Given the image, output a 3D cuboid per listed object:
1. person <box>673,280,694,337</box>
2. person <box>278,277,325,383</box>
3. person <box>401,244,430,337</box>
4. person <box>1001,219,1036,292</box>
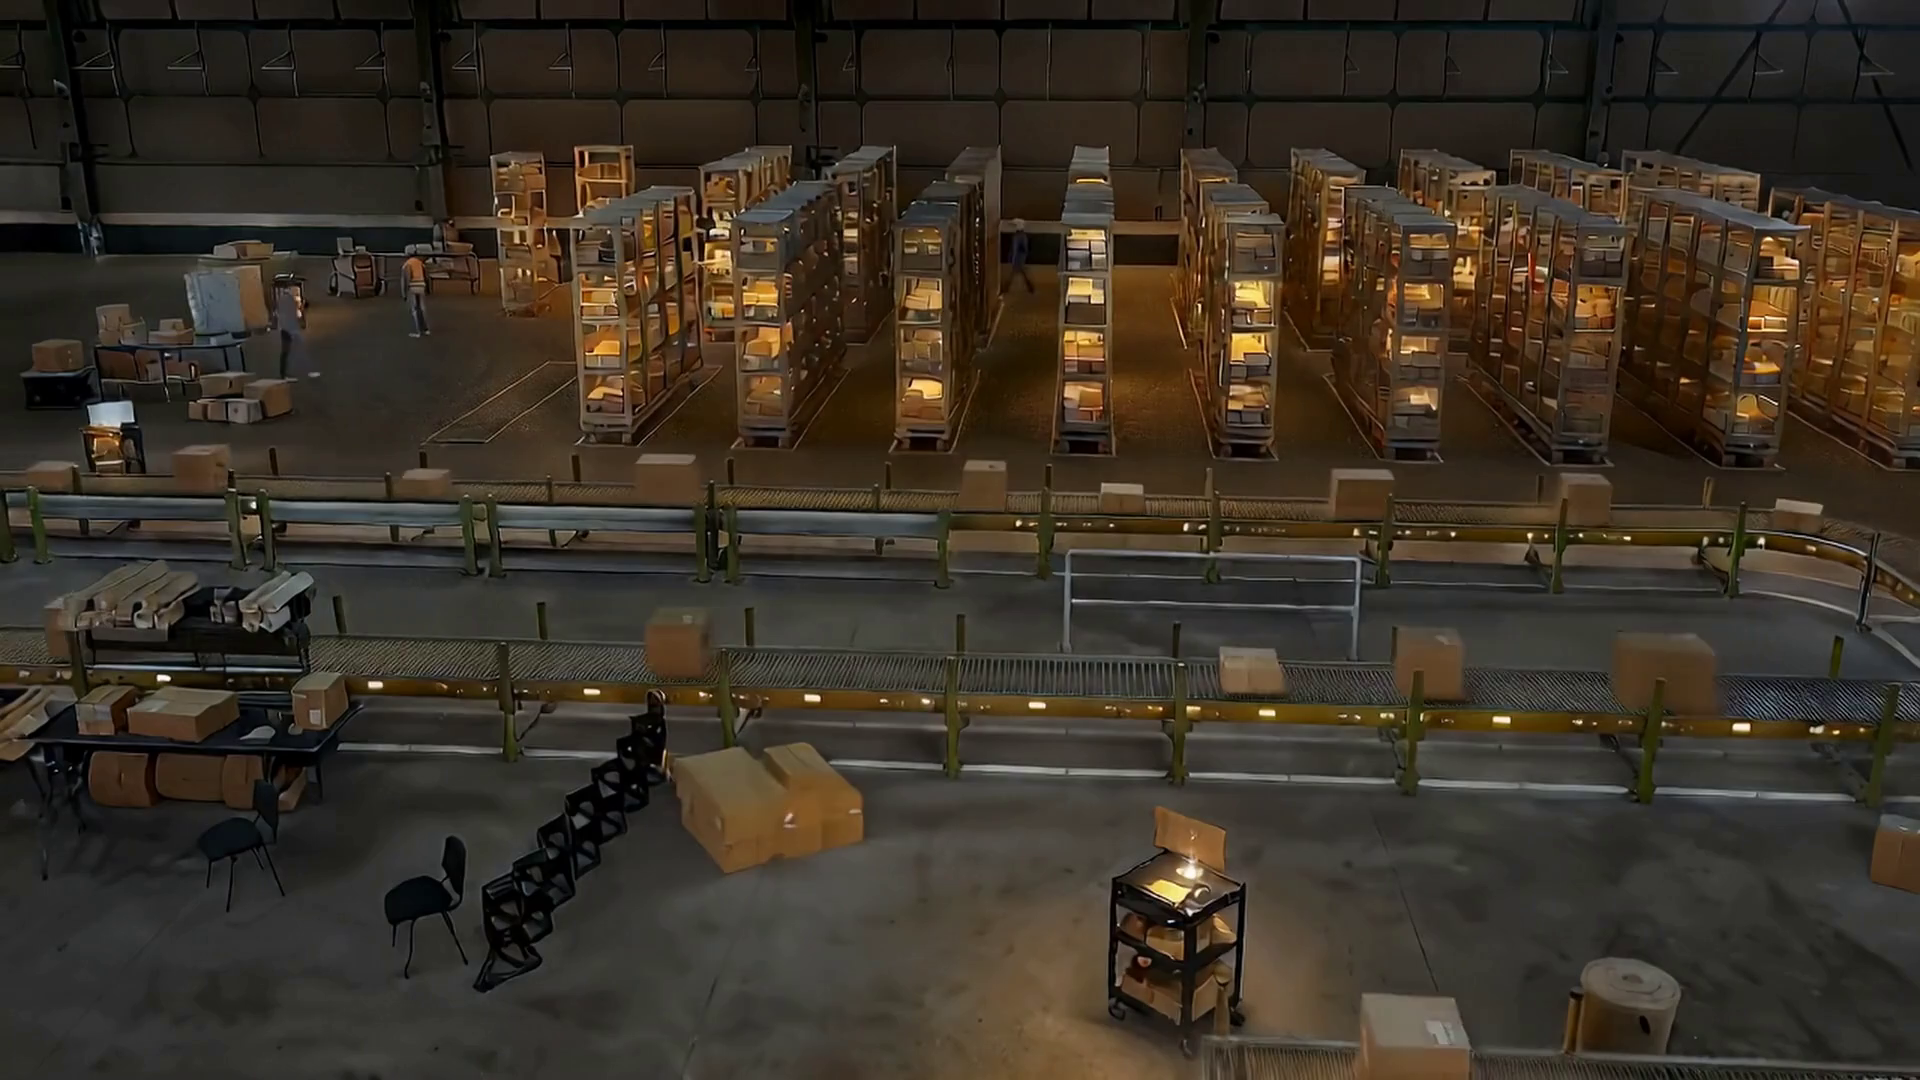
[{"bbox_3d":[-5.911,-5.211,35.161,0.600,1.791,0.868,-4,18,-14],"label":"person"},{"bbox_3d":[-12.196,-3.860,30.595,0.893,1.955,0.643,-2,18,-7],"label":"person"},{"bbox_3d":[-11.483,-5.250,35.029,0.406,1.947,0.606,12,21,33],"label":"person"},{"bbox_3d":[1.440,-6.975,40.789,1.018,1.793,0.567,6,18,18],"label":"person"}]
